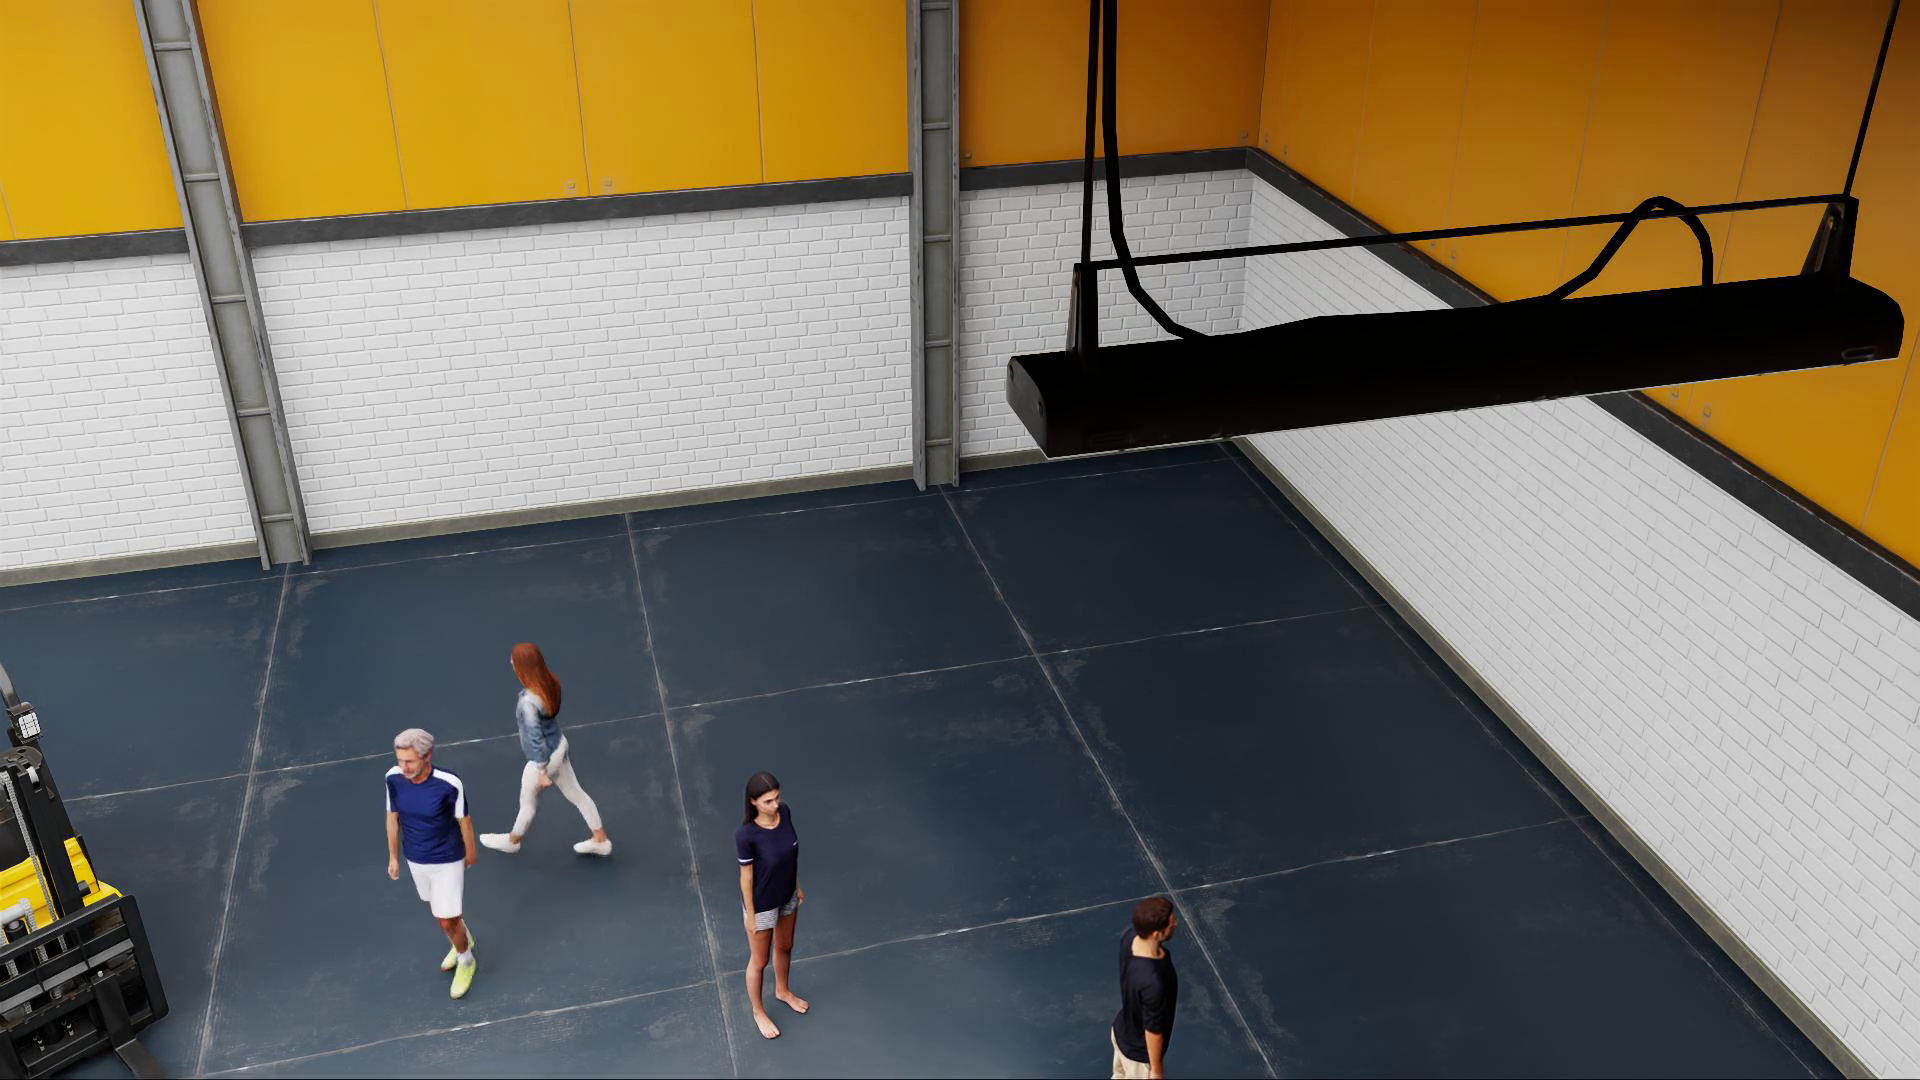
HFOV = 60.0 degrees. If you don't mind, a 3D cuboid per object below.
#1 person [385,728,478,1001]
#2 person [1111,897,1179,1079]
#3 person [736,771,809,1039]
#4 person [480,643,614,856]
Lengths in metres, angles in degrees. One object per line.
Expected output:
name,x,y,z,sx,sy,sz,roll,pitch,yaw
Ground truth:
person,-3.110,1.829,9.983,0.811,1.819,0.867,8,30,15
person,0.916,2.578,8.573,0.550,1.854,0.637,-5,29,-10
person,-1.092,2.068,9.600,0.727,1.765,0.635,22,35,34
person,-2.616,1.430,10.886,1.198,1.654,0.911,3,29,6
